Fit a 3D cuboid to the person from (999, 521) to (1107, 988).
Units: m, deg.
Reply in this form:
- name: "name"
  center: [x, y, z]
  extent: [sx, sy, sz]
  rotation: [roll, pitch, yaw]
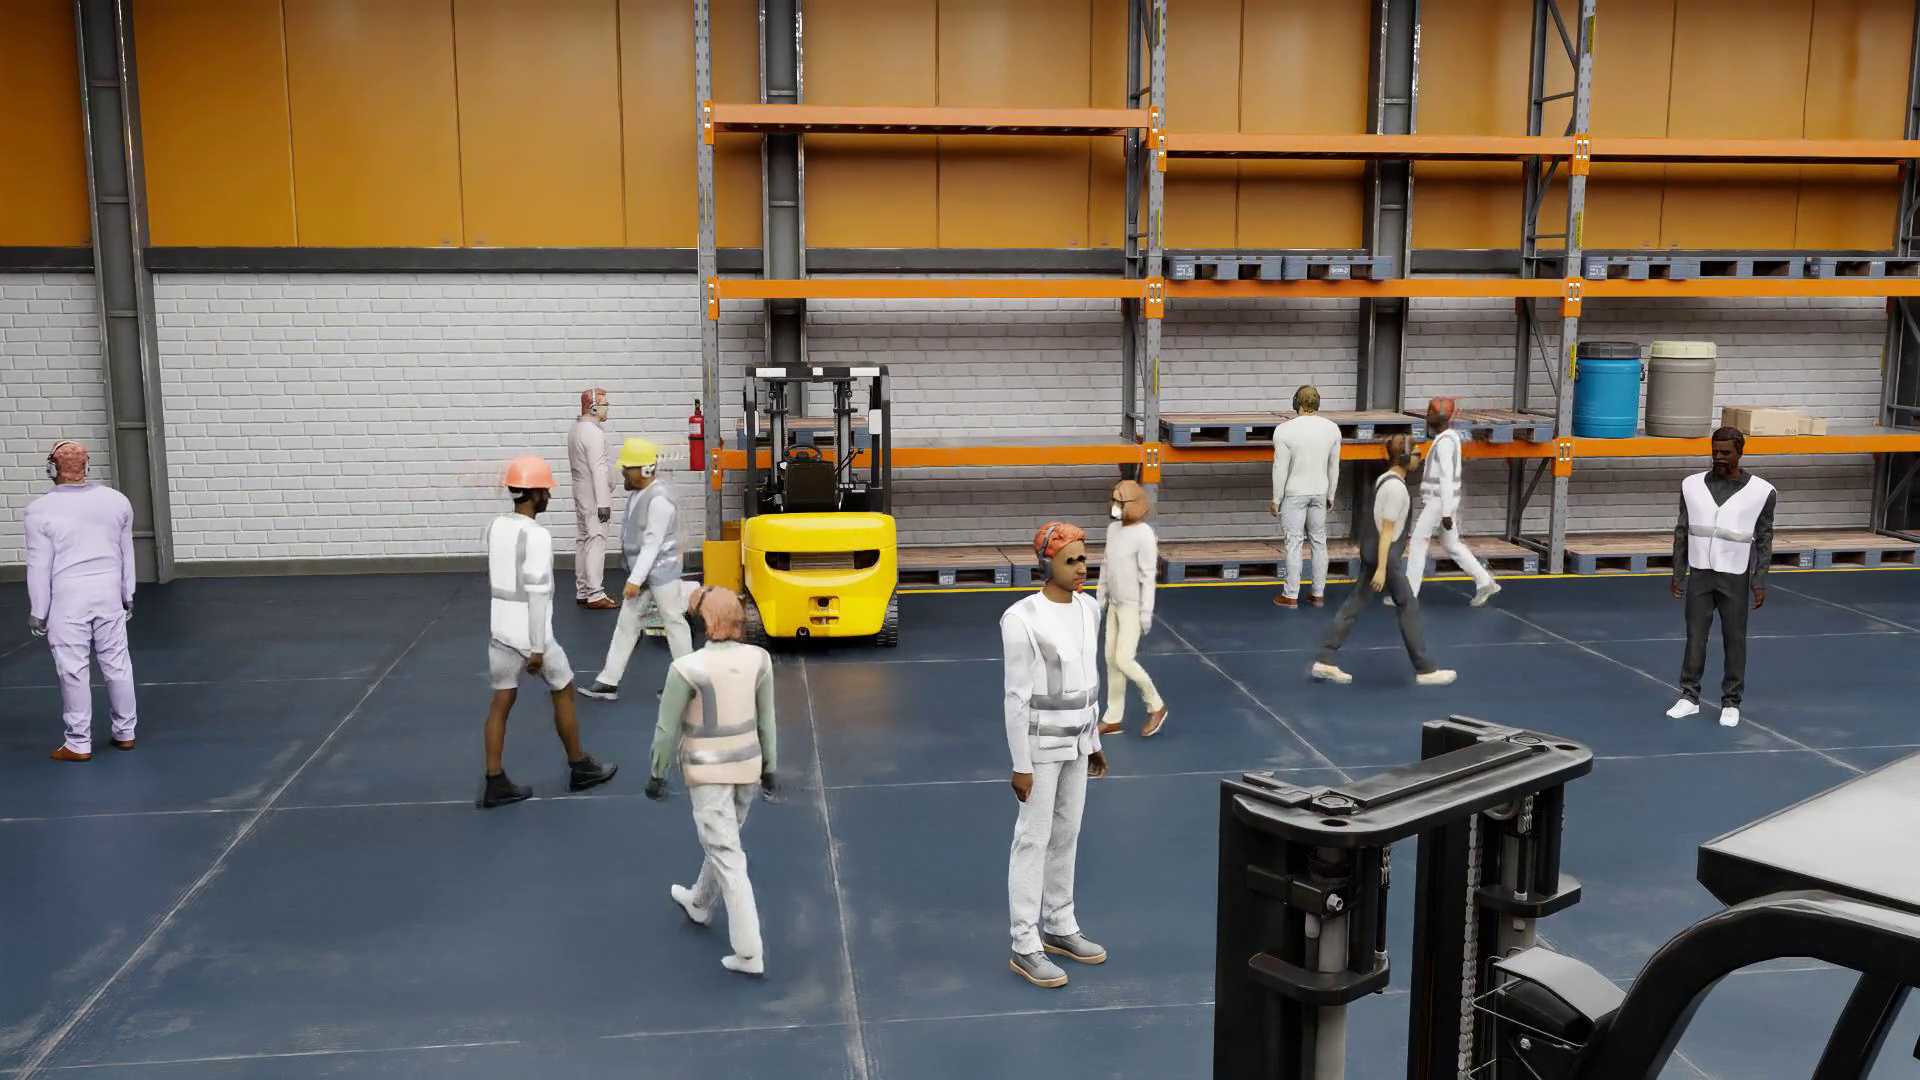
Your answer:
- name: "person"
  center: [0.399, 0.862, 6.835]
  extent: [0.356, 1.883, 0.573]
  rotation: [7, 12, 39]

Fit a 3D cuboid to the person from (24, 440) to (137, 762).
- name: "person"
  center: [-5.231, 0.359, 9.891]
  extent: [0.406, 1.911, 0.636]
  rotation: [6, 11, 33]

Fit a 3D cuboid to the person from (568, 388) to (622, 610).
- name: "person"
  center: [-3.144, -0.359, 14.378]
  extent: [0.401, 1.906, 0.651]
  rotation: [-5, 10, -29]

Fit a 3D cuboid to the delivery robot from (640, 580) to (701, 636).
- name: "delivery robot"
  center: [-2.284, 0.479, 13.060]
  extent: [0.477, 0.478, 0.707]
  rotation: [1, 9, 9]

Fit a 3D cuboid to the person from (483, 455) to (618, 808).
- name: "person"
  center: [-2.300, 0.478, 9.149]
  extent: [0.557, 1.896, 0.894]
  rotation: [7, 12, 38]

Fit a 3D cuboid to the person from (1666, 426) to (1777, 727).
- name: "person"
  center: [4.887, 0.226, 10.701]
  extent: [0.596, 1.916, 0.386]
  rotation: [8, 12, 40]

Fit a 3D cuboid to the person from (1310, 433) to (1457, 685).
- name: "person"
  center: [2.956, 0.145, 11.633]
  extent: [1.019, 1.787, 0.519]
  rotation: [0, 9, -2]

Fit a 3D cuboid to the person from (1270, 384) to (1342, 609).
- name: "person"
  center: [2.965, -0.371, 14.355]
  extent: [0.629, 1.940, 0.372]
  rotation: [-3, 10, -17]

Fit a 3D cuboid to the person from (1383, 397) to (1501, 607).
- name: "person"
  center: [4.201, -0.317, 14.325]
  extent: [0.924, 1.848, 0.576]
  rotation: [4, 10, 22]

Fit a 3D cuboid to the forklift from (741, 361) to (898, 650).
- name: "forklift"
  center: [-1.154, -0.340, 13.365]
  extent: [1.214, 2.155, 2.313]
  rotation: [-1, 9, -7]

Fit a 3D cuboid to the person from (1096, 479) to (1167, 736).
- name: "person"
  center: [1.011, 0.431, 10.317]
  extent: [0.427, 1.628, 0.521]
  rotation: [-4, 10, -22]

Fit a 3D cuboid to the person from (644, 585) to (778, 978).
- name: "person"
  center: [-1.058, 0.979, 6.999]
  extent: [0.846, 1.597, 0.517]
  rotation: [9, 12, 43]

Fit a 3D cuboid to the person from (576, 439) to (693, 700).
- name: "person"
  center: [-2.157, 0.223, 11.095]
  extent: [0.869, 1.788, 0.586]
  rotation: [-6, 11, -32]

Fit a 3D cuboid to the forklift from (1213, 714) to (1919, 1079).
- name: "forklift"
  center: [1.441, 1.425, 2.350]
  extent: [1.214, 2.155, 2.313]
  rotation: [-7, 12, -39]
